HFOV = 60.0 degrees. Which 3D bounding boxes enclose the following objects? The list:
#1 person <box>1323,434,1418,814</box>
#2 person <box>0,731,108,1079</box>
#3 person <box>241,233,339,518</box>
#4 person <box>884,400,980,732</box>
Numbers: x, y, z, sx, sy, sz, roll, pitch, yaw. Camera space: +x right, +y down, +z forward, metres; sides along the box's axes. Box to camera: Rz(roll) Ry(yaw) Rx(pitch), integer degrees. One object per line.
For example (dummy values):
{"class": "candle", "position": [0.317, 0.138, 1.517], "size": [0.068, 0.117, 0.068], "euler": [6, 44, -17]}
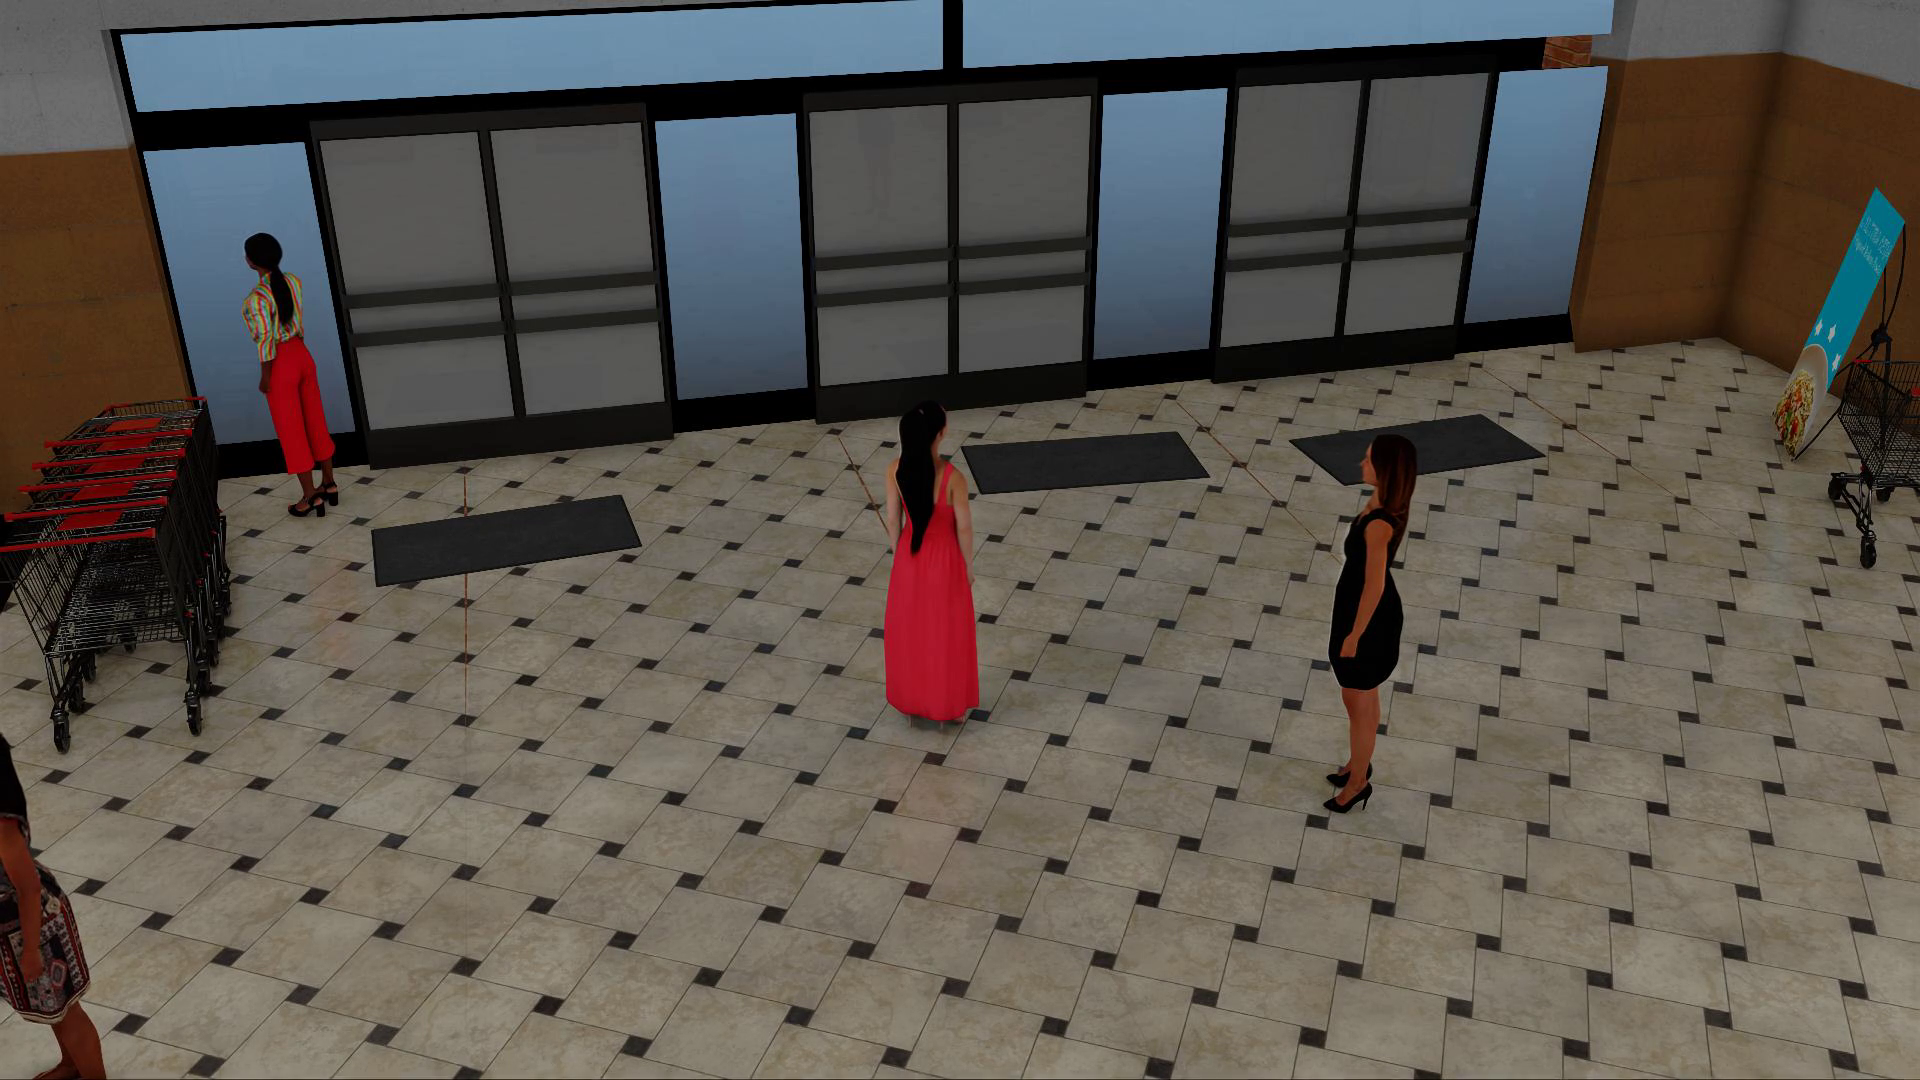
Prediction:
{"class": "person", "position": [1.790, 0.386, 7.318], "size": [0.724, 1.835, 0.627], "euler": [8, 28, 16]}
{"class": "person", "position": [-3.215, 1.305, 5.714], "size": [0.784, 1.645, 0.638], "euler": [-22, 34, -37]}
{"class": "person", "position": [-4.067, -0.993, 10.083], "size": [0.745, 1.792, 0.641], "euler": [8, 28, 15]}
{"class": "person", "position": [-0.144, 0.139, 7.922], "size": [0.712, 1.728, 0.746], "euler": [10, 28, 18]}
